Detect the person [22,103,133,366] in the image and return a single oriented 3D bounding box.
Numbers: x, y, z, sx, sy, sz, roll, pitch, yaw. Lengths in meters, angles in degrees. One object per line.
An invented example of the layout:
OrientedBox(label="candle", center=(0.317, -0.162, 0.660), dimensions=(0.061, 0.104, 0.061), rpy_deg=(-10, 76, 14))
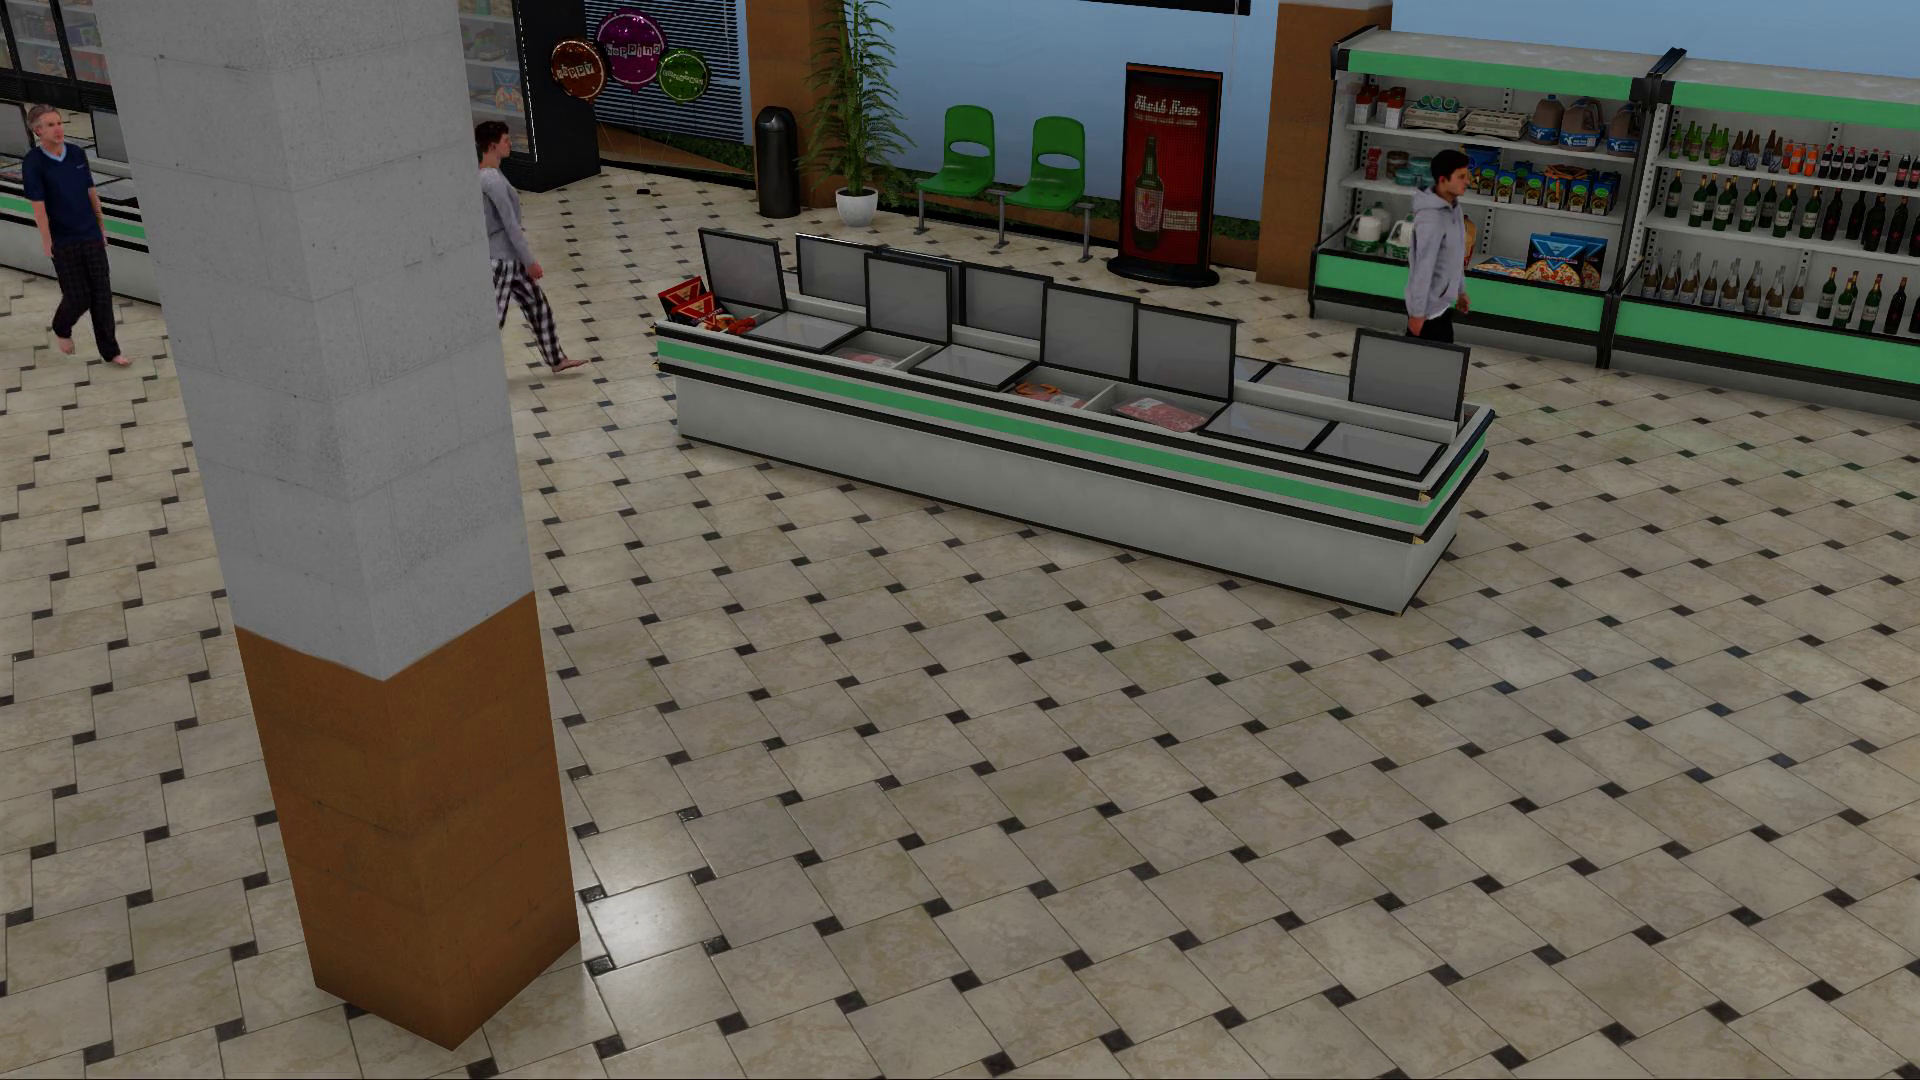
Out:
OrientedBox(label="person", center=(-6.286, -2.122, 11.687), dimensions=(0.776, 1.862, 0.657), rpy_deg=(15, 30, 27))

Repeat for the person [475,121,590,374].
OrientedBox(label="person", center=(-3.188, -1.869, 11.258), dimensions=(1.194, 1.799, 1.177), rpy_deg=(-9, 28, -18))

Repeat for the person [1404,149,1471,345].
OrientedBox(label="person", center=(2.852, -1.497, 10.420), dimensions=(1.212, 1.893, 0.749), rpy_deg=(11, 29, 21))
